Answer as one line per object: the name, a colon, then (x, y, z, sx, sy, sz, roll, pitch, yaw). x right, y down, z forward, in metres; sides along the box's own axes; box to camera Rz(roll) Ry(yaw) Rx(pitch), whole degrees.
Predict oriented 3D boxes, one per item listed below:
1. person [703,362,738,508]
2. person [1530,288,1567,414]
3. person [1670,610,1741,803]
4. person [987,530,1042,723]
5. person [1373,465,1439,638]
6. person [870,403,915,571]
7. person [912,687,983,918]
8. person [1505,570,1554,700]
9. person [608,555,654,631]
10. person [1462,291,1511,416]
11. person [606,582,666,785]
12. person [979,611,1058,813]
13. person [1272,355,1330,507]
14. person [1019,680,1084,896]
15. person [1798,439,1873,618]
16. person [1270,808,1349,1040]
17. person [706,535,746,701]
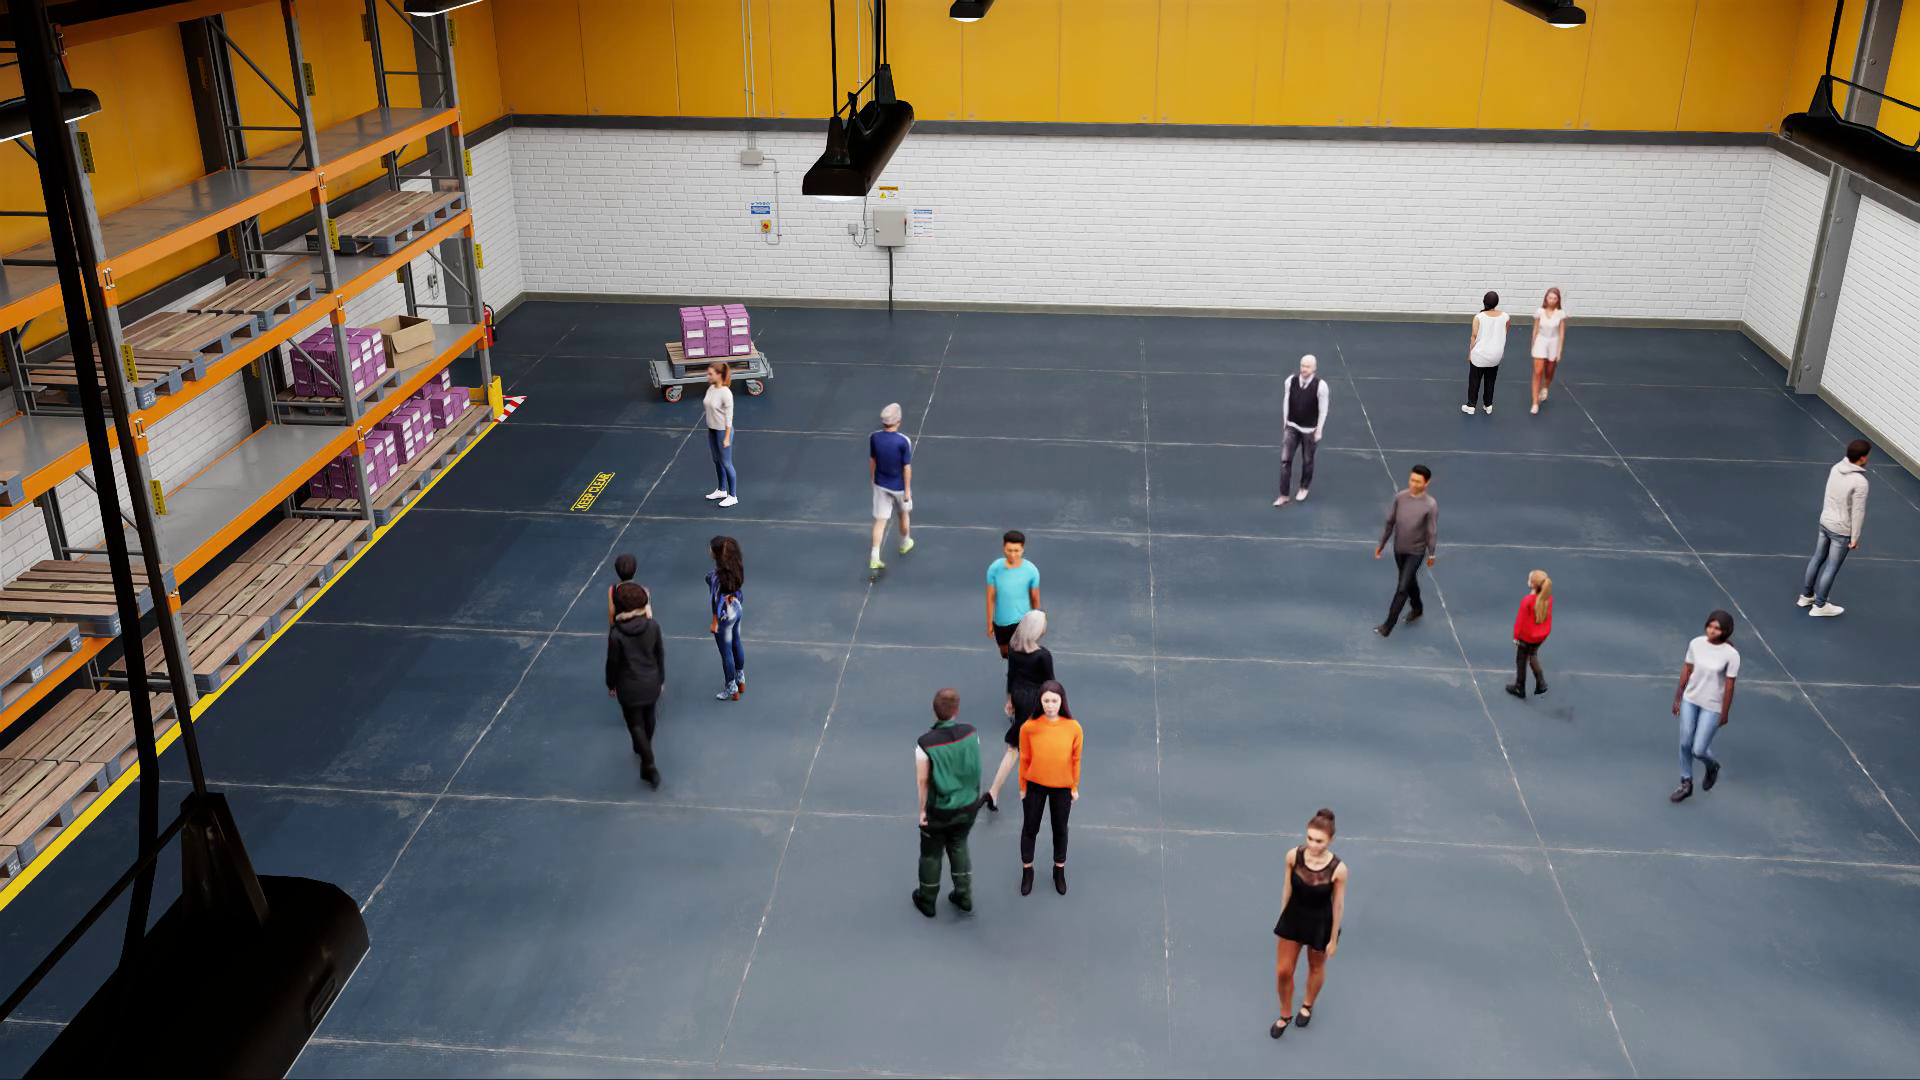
person: (-2.784, -1.247, 19.380, 0.745, 1.719, 0.673, -17, 29, -33)
person: (7.967, -2.595, 22.535, 0.785, 1.662, 1.173, 8, 25, 19)
person: (6.063, 1.334, 13.490, 0.835, 1.708, 0.780, -16, 28, -33)
person: (0.472, 0.693, 14.909, 0.735, 1.745, 1.128, 4, 24, 9)
person: (4.463, 0.087, 16.325, 1.183, 1.722, 1.131, 6, 24, 12)
person: (-0.769, -0.529, 17.639, 0.830, 1.798, 1.260, 7, 25, 17)
person: (-0.037, 1.925, 12.008, 0.779, 1.813, 0.826, -12, 26, -25)
person: (5.224, 0.879, 15.074, 0.637, 1.273, 0.718, -10, 25, -21)
person: (-2.930, 0.890, 14.750, 0.607, 1.511, 1.007, 0, 24, 0)
person: (7.056, -2.529, 22.351, 0.702, 1.688, 0.663, -2, 24, -6)
person: (-2.635, 1.209, 13.722, 0.959, 1.752, 1.073, -14, 27, -29)
person: (0.500, 1.416, 13.329, 1.225, 1.686, 1.114, -22, 32, -40)
person: (4.042, -1.307, 19.418, 0.943, 1.798, 1.076, 13, 27, 27)
person: (0.652, 1.823, 12.320, 0.628, 1.748, 0.563, 0, 24, 1)
person: (8.786, -0.141, 16.685, 0.777, 1.853, 0.613, -4, 24, -10)
person: (2.335, 2.473, 10.941, 0.727, 1.662, 0.800, 13, 27, 27)
person: (-2.115, 0.690, 15.081, 0.722, 1.614, 0.576, 9, 25, 19)
